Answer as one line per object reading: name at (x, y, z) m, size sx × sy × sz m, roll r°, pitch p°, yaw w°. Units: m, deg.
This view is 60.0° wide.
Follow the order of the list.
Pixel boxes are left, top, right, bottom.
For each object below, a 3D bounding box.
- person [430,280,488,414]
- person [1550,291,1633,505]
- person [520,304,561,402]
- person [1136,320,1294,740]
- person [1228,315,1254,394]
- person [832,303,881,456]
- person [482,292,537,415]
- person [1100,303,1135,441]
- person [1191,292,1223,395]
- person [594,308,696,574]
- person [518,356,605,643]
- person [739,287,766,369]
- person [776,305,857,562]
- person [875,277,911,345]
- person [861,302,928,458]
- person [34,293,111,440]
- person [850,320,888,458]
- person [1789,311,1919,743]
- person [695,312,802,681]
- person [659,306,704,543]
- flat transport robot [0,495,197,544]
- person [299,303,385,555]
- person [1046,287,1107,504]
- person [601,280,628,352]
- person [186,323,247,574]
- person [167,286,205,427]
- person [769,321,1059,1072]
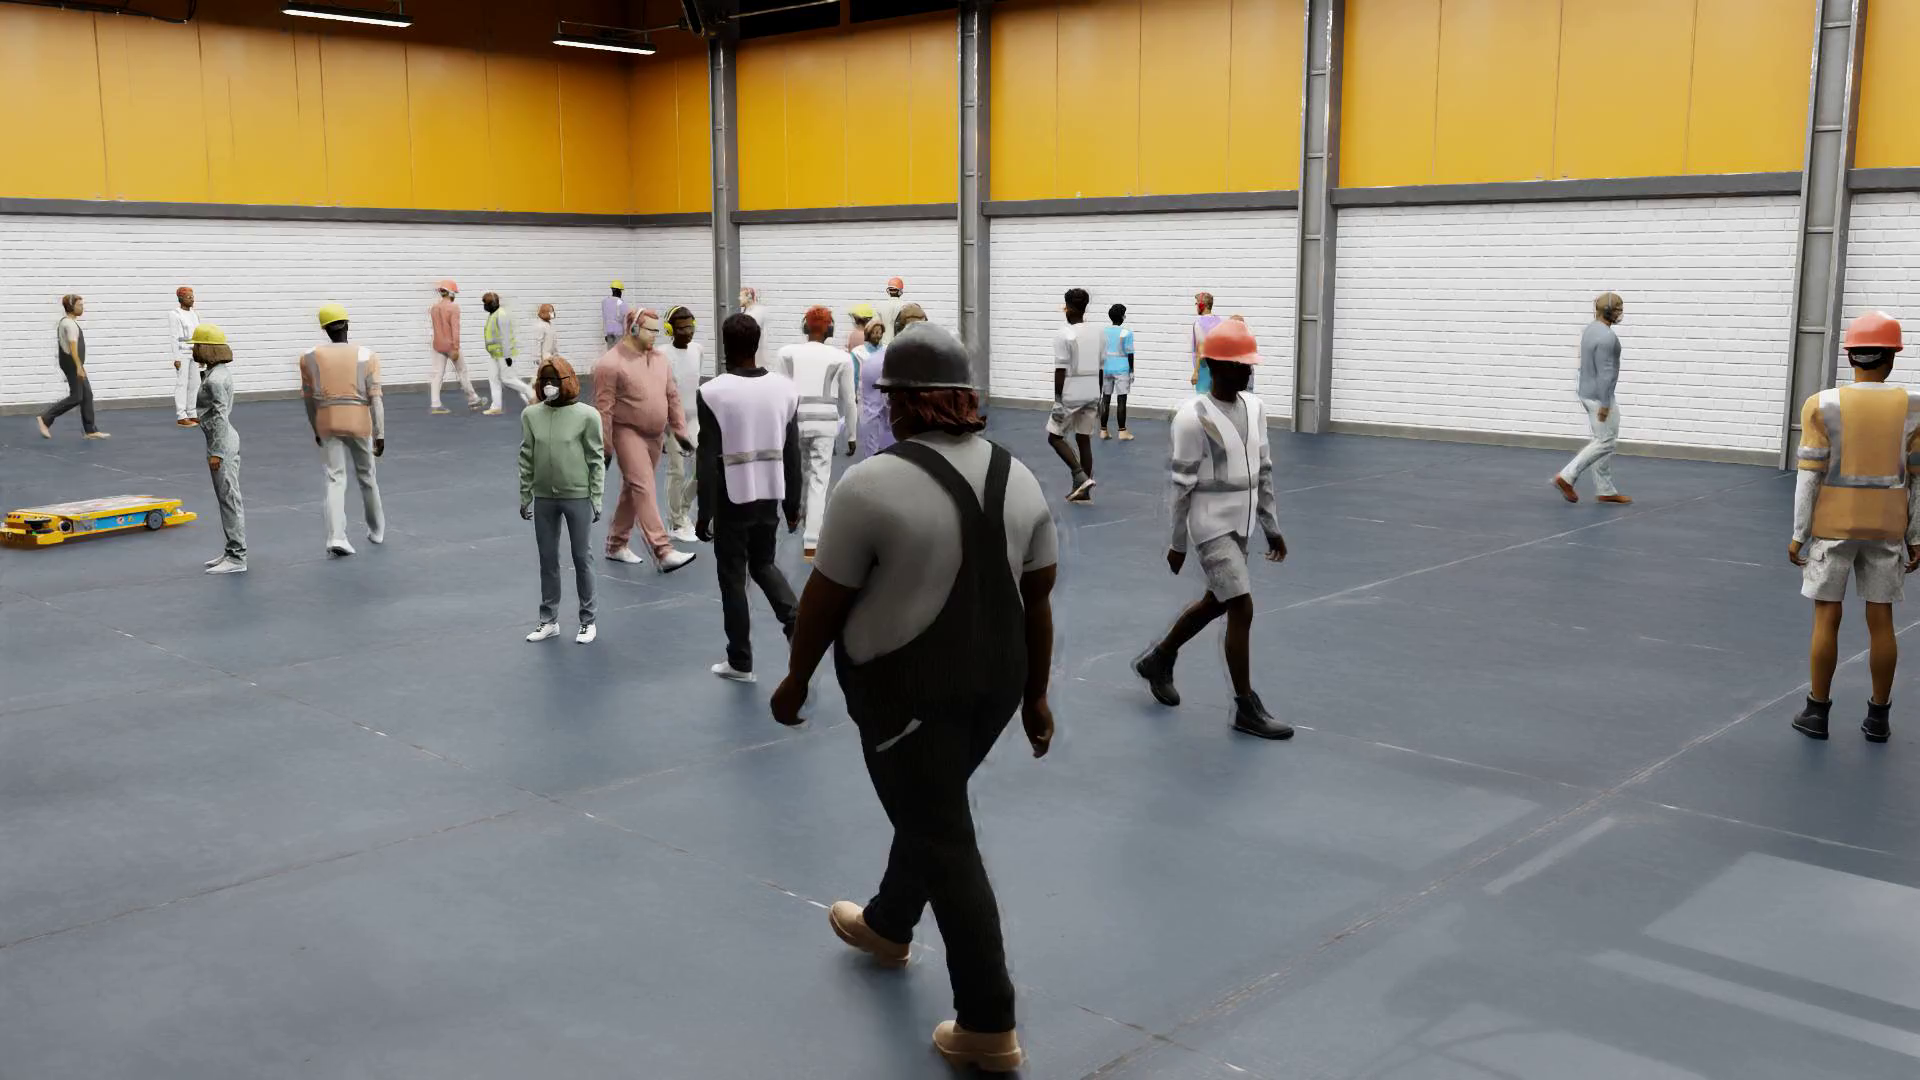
person at (-7.472, -2.851, 24.574) m, size 0.638 × 1.939 × 1.011 m, roll 5°, pitch 11°, yaw 30°
person at (5.687, -1.250, 14.840) m, size 0.718 × 1.925 × 0.636 m, roll 1°, pitch 9°, yaw 6°
person at (-6.480, -2.882, 25.856) m, size 0.839 × 1.592 × 0.495 m, roll 1°, pitch 9°, yaw 6°
person at (1.162, -0.077, 7.736) m, size 0.945 × 1.900 × 0.546 m, roll 9°, pitch 13°, yaw 43°
person at (2.921, -1.585, 17.777) m, size 0.498 × 1.633 × 0.286 m, roll 8°, pitch 12°, yaw 40°
person at (-1.194, -1.826, 18.929) m, size 0.794 × 1.741 × 0.538 m, roll -3°, pitch 10°, yaw -20°
person at (-6.590, -2.723, 24.289) m, size 0.748 × 1.804 × 0.638 m, roll -6°, pitch 11°, yaw -33°
person at (1.925, -2.070, 20.552) m, size 0.540 × 1.696 × 0.317 m, roll 7°, pitch 11°, yaw 36°
person at (2.957, -2.029, 19.857) m, size 0.374 × 1.840 × 0.572 m, roll 7°, pitch 11°, yaw 35°
person at (-2.204, -0.699, 11.727) m, size 0.995 × 1.842 × 0.625 m, roll 5°, pitch 11°, yaw 30°
person at (-2.262, -0.226, 9.443) m, size 0.507 × 1.632 × 0.275 m, roll 2°, pitch 9°, yaw 11°
person at (-2.944, -2.725, 24.052) m, size 0.916 × 1.873 × 0.656 m, roll -5°, pitch 10°, yaw -28°
person at (-1.051, -0.796, 12.279) m, size 0.596 × 1.848 × 0.872 m, roll 2°, pitch 9°, yaw 9°
person at (-0.954, -2.899, 24.723) m, size 0.609 × 1.995 × 0.378 m, roll 2°, pitch 10°, yaw 13°
person at (-0.366, -0.577, 10.767) m, size 0.636 × 1.919 × 0.784 m, roll -5°, pitch 10°, yaw -26°
person at (-10.969, -2.114, 20.455) m, size 0.751 × 1.827 × 0.532 m, roll -4°, pitch 10°, yaw -24°
person at (-0.898, -1.459, 17.076) m, size 0.522 × 1.611 × 0.767 m, roll -4°, pitch 10°, yaw -21°
person at (4.031, -0.056, 7.479) m, size 0.552 × 1.932 × 0.363 m, roll 3°, pitch 10°, yaw 15°
person at (-1.060, -0.199, 8.465) m, size 0.594 × 1.906 × 0.544 m, roll -9°, pitch 13°, yaw -43°
person at (-2.145, -0.876, 12.790) m, size 0.473 × 1.833 × 0.535 m, roll 8°, pitch 12°, yaw 42°
flat transport robot at (-6.946, -0.179, 13.322) m, size 0.652 × 0.197 × 1.431 m, roll 5°, pitch 10°, yaw 26°
person at (-4.625, -0.834, 12.481) m, size 0.581 × 1.879 × 0.934 m, roll -3°, pitch 10°, yaw -17°
person at (1.056, -1.280, 14.926) m, size 0.617 × 1.954 × 0.442 m, roll -7°, pitch 12°, yaw -39°
person at (-6.328, -3.828, 30.663) m, size 0.584 × 1.919 × 0.388 m, roll 5°, pitch 10°, yaw 28°
person at (-5.200, -0.639, 11.637) m, size 0.296 × 1.745 × 0.485 m, roll -4°, pitch 10°, yaw -22°
person at (-10.421, -2.471, 22.449) m, size 0.357 × 1.881 × 0.574 m, roll 2°, pitch 9°, yaw 10°
person at (-0.096, 0.357, 4.621) m, size 0.685 × 2.000 × 1.052 m, roll -9°, pitch 13°, yaw -43°
